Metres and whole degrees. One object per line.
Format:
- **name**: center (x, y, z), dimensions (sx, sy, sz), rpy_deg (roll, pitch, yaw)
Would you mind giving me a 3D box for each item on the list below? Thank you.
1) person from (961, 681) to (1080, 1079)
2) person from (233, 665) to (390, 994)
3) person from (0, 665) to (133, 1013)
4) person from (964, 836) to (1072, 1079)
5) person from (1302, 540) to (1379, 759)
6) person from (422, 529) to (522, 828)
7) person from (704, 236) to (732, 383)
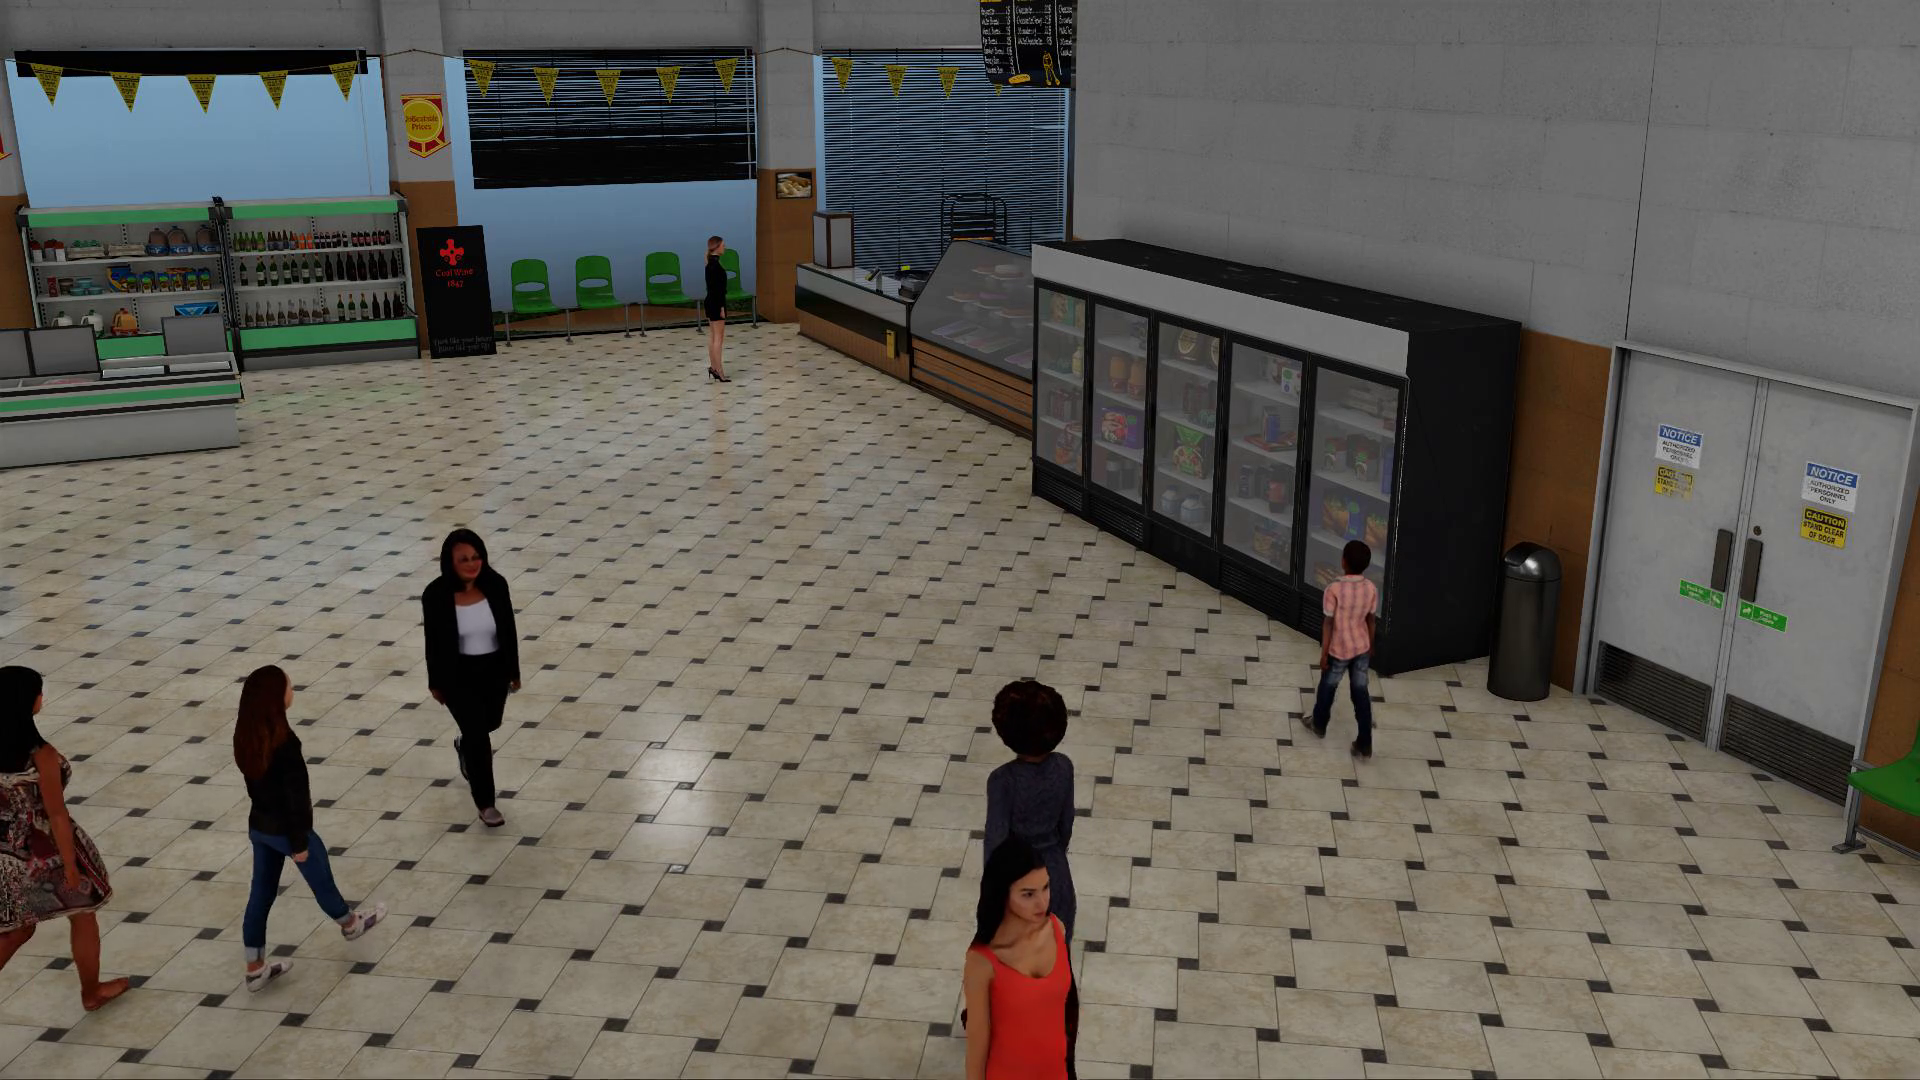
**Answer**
- **person**: center (0.318, 1.416, 6.459), dimensions (0.844, 1.683, 0.703), rpy_deg (-8, 19, -24)
- **person**: center (-3.036, 1.288, 7.289), dimensions (0.908, 1.445, 1.033), rpy_deg (9, 19, 28)
- **person**: center (-3.868, 1.340, 6.822), dimensions (1.064, 1.617, 1.108), rpy_deg (6, 18, 19)
- **person**: center (0.138, 1.741, 5.359), dimensions (1.004, 1.700, 0.862), rpy_deg (-16, 23, -42)
- **person**: center (2.287, 0.651, 9.669), dimensions (0.826, 1.281, 0.704), rpy_deg (-4, 17, -12)
- **person**: center (-2.646, 0.700, 8.971), dimensions (1.057, 1.592, 0.851), rpy_deg (-13, 21, -37)
- **person**: center (-2.962, -2.818, 20.255), dimensions (0.506, 1.768, 0.575), rpy_deg (-7, 18, -22)
